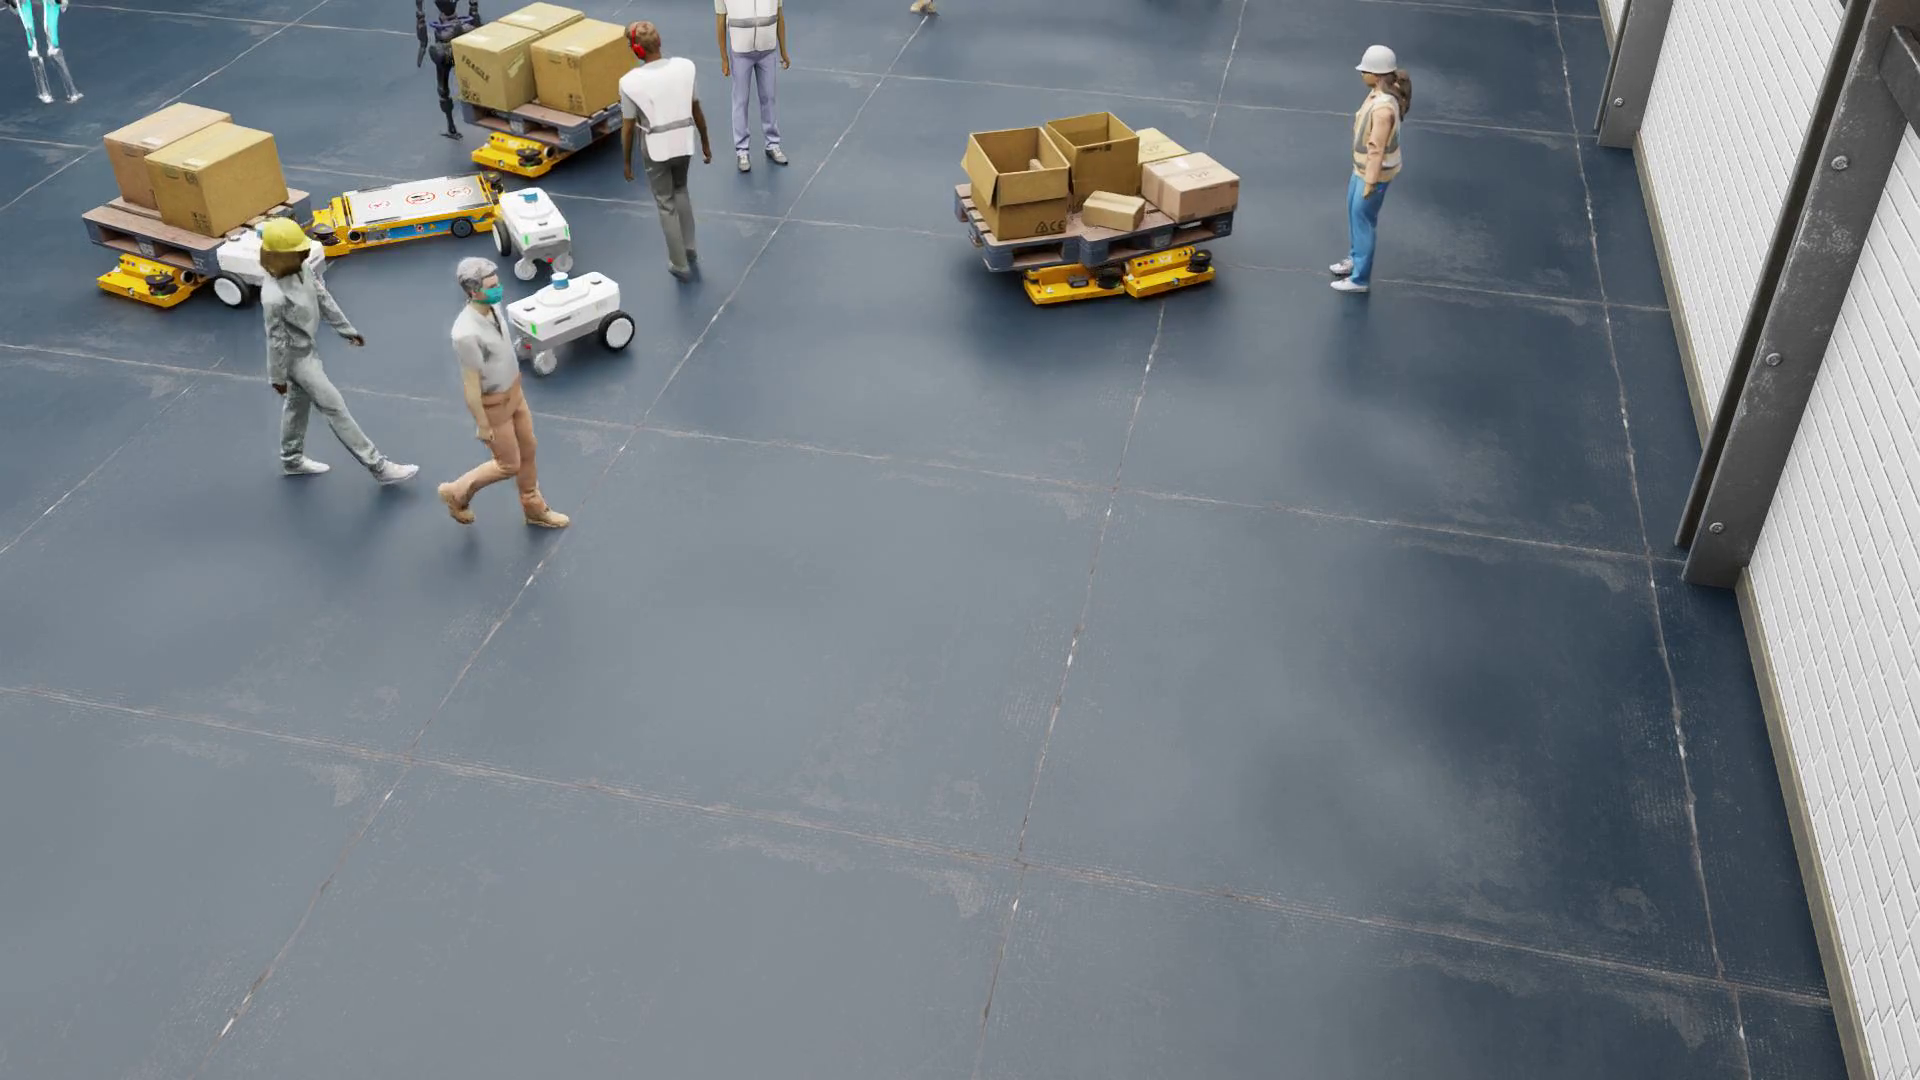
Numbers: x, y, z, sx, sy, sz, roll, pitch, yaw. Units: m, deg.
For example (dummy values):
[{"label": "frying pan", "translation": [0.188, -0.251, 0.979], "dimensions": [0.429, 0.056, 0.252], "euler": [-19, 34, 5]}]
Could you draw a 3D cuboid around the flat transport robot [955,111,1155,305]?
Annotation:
[{"label": "flat transport robot", "translation": [0.653, -2.141, 12.083], "dimensions": [0.659, 0.231, 1.431], "euler": [-9, 38, -12]}]

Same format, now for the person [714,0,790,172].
[{"label": "person", "translation": [-1.620, -3.827, 13.029], "dimensions": [0.562, 1.837, 0.391], "euler": [-16, 40, -20]}]

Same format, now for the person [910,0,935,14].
[{"label": "person", "translation": [-0.389, -5.843, 15.855], "dimensions": [0.386, 1.680, 0.546], "euler": [19, 41, 23]}]

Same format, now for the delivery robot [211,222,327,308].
[{"label": "delivery robot", "translation": [-4.779, -1.920, 11.528], "dimensions": [0.741, 0.569, 0.505], "euler": [10, 38, 13]}]

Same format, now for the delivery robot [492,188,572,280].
[{"label": "delivery robot", "translation": [-3.076, -2.251, 11.988], "dimensions": [0.524, 0.589, 0.761], "euler": [-17, 40, -22]}]

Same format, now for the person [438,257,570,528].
[{"label": "person", "translation": [-2.573, -0.766, 9.029], "dimensions": [0.599, 1.732, 0.483], "euler": [4, 37, 6]}]

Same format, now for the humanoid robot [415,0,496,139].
[{"label": "humanoid robot", "translation": [-4.091, -4.031, 13.466], "dimensions": [0.578, 1.647, 0.608], "euler": [30, 46, 34]}]

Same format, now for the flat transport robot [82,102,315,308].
[{"label": "flat transport robot", "translation": [-5.459, -2.132, 12.072], "dimensions": [0.659, 0.231, 1.431], "euler": [16, 40, 21]}]

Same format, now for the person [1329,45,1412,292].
[{"label": "person", "translation": [2.818, -2.537, 11.402], "dimensions": [0.392, 1.715, 0.542], "euler": [6, 37, 8]}]

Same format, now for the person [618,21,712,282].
[{"label": "person", "translation": [-2.042, -2.702, 11.543], "dimensions": [0.644, 1.809, 0.591], "euler": [-23, 42, -27]}]

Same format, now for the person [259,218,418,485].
[{"label": "person", "translation": [-3.631, -1.050, 9.428], "dimensions": [0.899, 1.698, 0.500], "euler": [-2, 37, -3]}]

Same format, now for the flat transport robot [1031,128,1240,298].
[{"label": "flat transport robot", "translation": [1.206, -2.215, 12.183], "dimensions": [0.659, 0.231, 1.431], "euler": [-16, 40, -21]}]

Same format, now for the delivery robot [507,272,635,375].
[{"label": "delivery robot", "translation": [-2.582, -1.476, 10.960], "dimensions": [0.802, 0.600, 0.499], "euler": [-30, 46, -34]}]

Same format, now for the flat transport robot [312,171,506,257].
[{"label": "flat transport robot", "translation": [-4.120, -2.455, 12.504], "dimensions": [1.431, 0.231, 0.659], "euler": [-13, 39, -17]}]

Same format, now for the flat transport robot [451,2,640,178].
[{"label": "flat transport robot", "translation": [-3.313, -3.398, 13.766], "dimensions": [0.659, 0.231, 1.431], "euler": [19, 41, 23]}]

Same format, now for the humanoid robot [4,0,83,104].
[{"label": "humanoid robot", "translation": [-7.877, -4.572, 14.111], "dimensions": [0.530, 1.763, 0.787], "euler": [-9, 38, -11]}]
